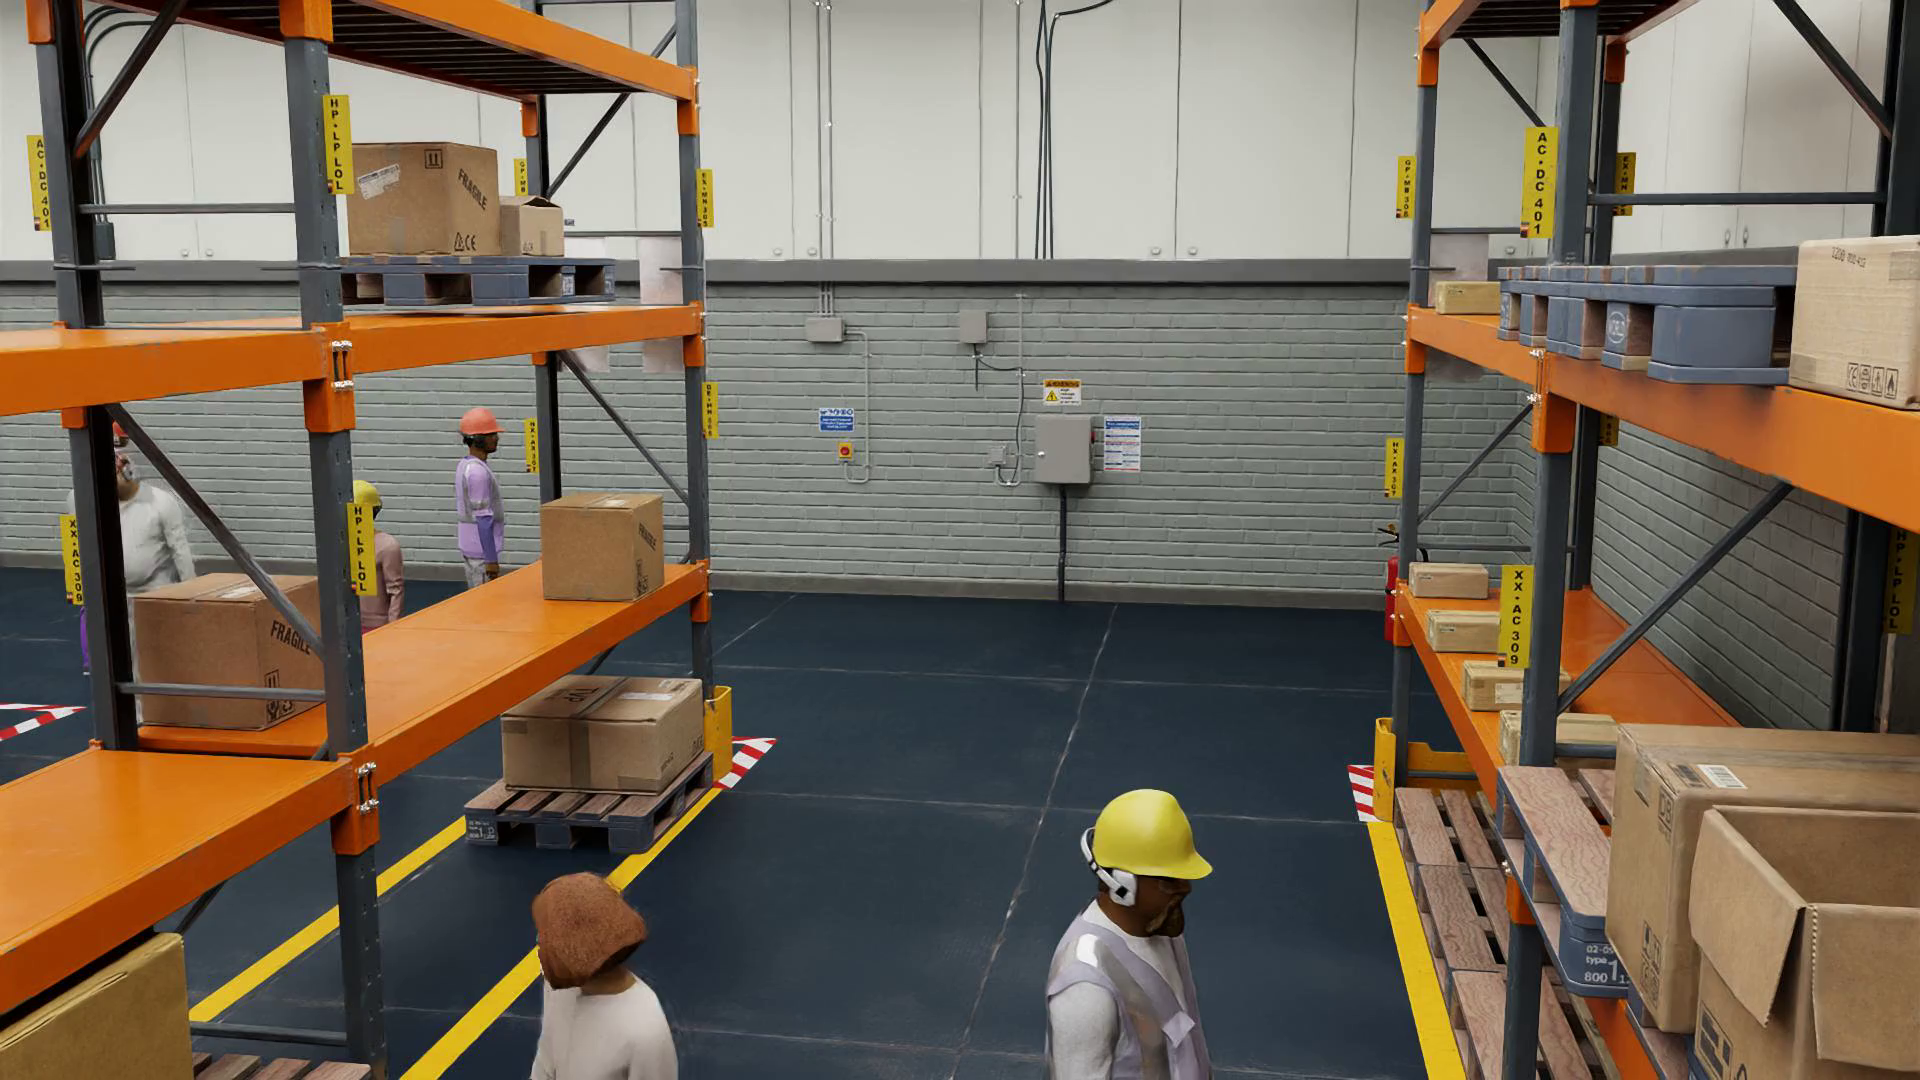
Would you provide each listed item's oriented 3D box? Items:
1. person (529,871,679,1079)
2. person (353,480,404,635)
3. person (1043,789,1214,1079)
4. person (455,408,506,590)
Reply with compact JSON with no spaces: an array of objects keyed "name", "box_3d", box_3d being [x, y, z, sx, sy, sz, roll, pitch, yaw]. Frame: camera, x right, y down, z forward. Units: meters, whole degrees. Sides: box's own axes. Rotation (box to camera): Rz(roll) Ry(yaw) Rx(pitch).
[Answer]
[{"name":"person","box_3d":[-0.855,1.583,4.059,0.424,1.601,0.519,-8,12,-41]},{"name":"person","box_3d":[-3.626,0.514,10.165,0.525,1.772,0.308,4,10,21]},{"name":"person","box_3d":[0.407,1.482,4.041,0.404,1.824,0.586,4,10,21]},{"name":"person","box_3d":[-3.453,0.062,12.094,0.368,2.048,0.607,-4,10,-25]}]
